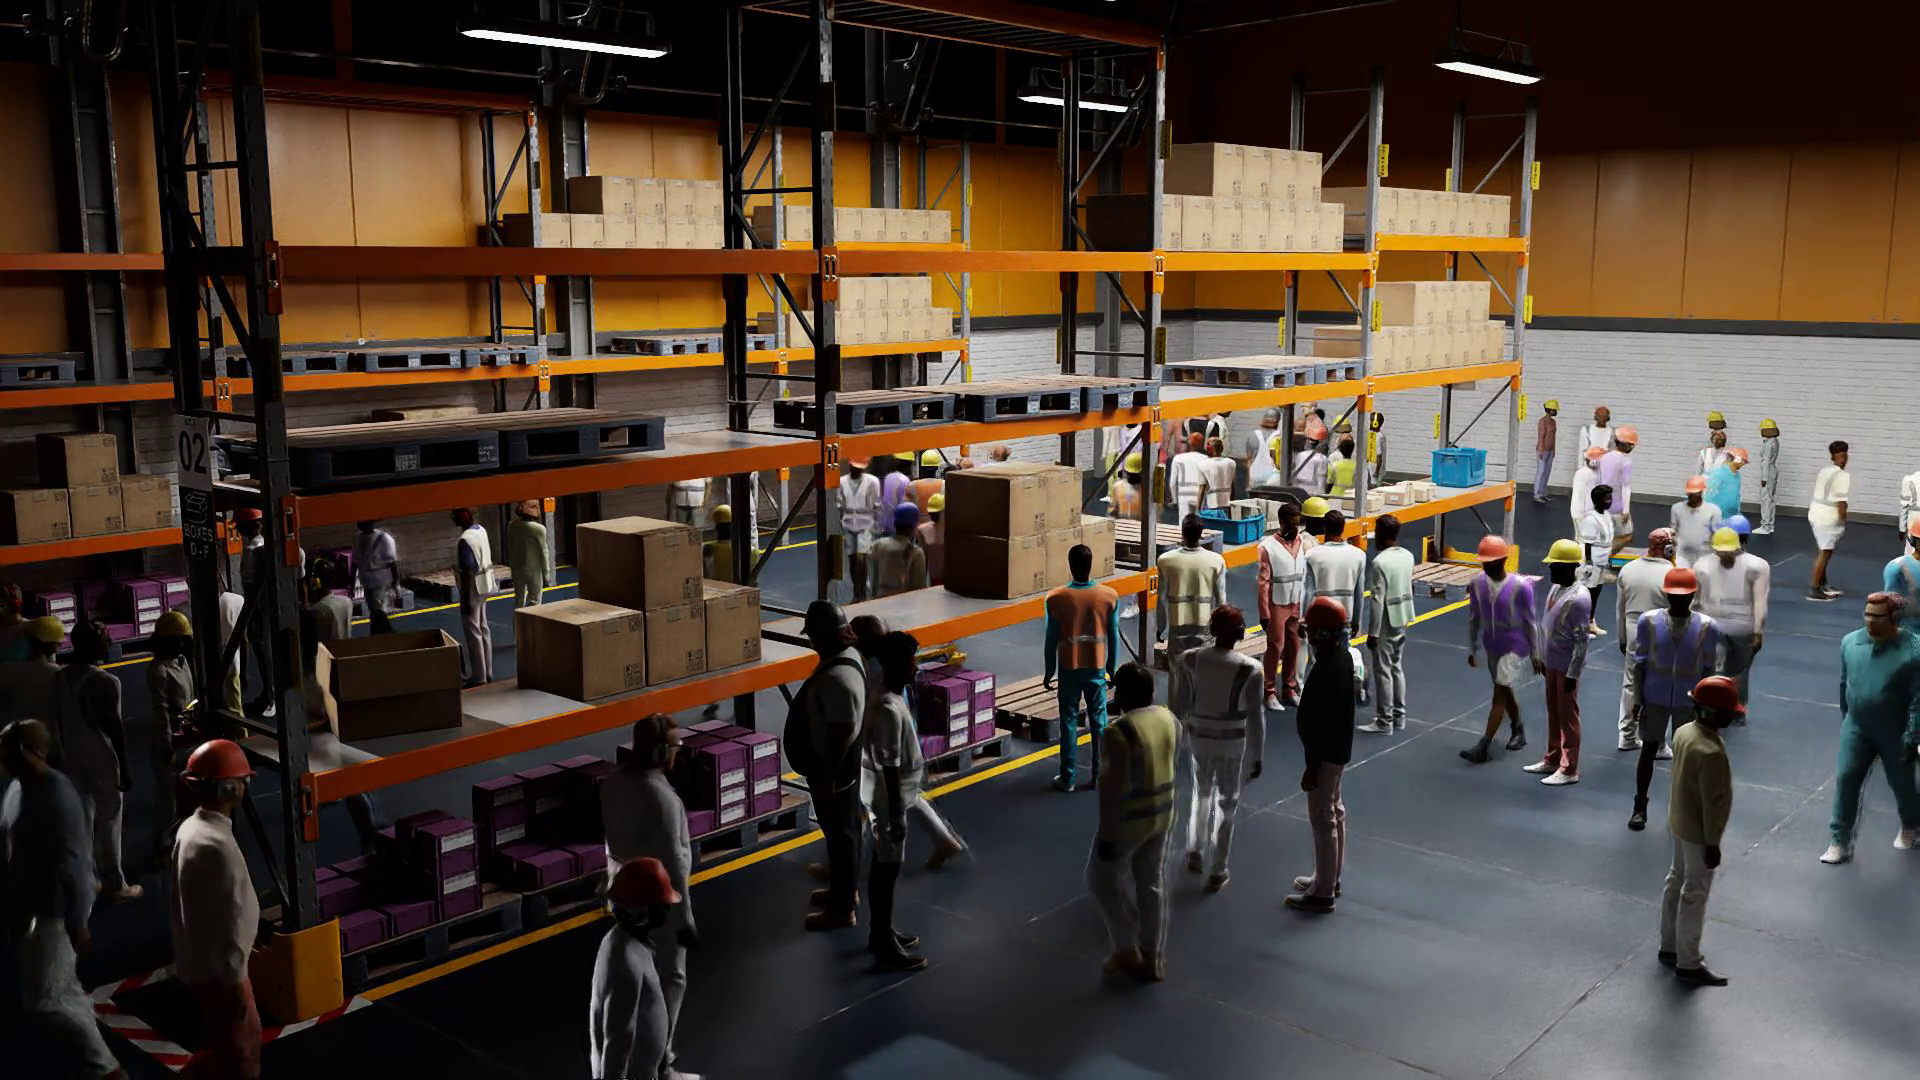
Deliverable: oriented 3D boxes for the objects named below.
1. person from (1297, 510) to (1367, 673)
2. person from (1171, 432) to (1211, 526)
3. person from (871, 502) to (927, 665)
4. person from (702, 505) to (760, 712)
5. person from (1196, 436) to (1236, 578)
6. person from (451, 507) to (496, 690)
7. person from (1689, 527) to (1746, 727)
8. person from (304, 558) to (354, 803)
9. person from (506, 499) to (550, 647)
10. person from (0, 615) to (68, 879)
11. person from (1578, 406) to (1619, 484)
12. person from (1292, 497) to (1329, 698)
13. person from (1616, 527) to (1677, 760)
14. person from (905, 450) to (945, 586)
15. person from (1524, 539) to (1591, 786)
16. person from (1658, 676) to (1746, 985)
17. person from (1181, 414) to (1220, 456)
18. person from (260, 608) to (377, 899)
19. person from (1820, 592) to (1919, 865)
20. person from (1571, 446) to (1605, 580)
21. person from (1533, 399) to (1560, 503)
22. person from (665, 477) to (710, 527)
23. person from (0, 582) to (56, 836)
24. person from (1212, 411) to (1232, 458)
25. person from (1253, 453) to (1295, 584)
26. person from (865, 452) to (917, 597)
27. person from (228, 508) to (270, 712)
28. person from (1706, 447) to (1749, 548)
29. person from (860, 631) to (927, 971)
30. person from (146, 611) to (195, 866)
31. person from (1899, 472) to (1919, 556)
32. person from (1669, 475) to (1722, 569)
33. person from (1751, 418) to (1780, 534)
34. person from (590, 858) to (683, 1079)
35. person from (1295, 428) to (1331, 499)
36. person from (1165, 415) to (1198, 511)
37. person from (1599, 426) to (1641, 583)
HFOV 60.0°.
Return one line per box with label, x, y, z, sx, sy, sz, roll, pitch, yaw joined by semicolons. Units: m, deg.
person;3.268;0.688;14.597;0.598;1.906;0.404;-3;10;-16
person;3.080;-0.498;21.907;0.592;1.842;0.887;1;10;4
person;-0.594;0.618;14.915;0.619;1.926;0.703;8;12;39
person;-2.092;0.637;14.948;0.603;1.895;0.520;-3;10;-20
person;3.273;-0.407;21.315;0.565;1.840;0.390;-4;10;-25
person;-4.636;0.510;15.849;0.385;1.837;0.564;0;10;-1
person;6.619;0.773;14.422;0.599;1.803;0.593;2;10;9
person;-4.750;1.053;12.545;0.326;1.862;0.510;3;10;17
person;-4.532;0.341;17.495;0.503;1.624;0.295;4;10;23
person;-6.187;1.364;11.129;0.552;1.718;0.865;-2;10;-10
person;9.769;-1.121;25.468;0.590;1.871;0.477;3;10;17
person;3.220;0.552;15.326;0.384;1.924;0.594;2;10;13
person;5.711;0.840;13.670;0.402;1.906;0.651;-5;11;-28
person;-0.330;-0.071;19.037;0.587;1.930;0.361;1;10;5
person;4.682;0.948;12.968;0.376;1.927;0.597;-1;10;-3
person;4.222;1.623;9.459;0.339;1.748;0.564;1;10;5
person;3.687;-1.193;25.461;0.612;2.030;0.410;5;11;28
person;-4.159;1.337;10.852;0.616;1.865;1.032;3;10;19
person;6.308;1.254;11.342;0.948;1.866;0.641;-8;12;-39
person;8.013;-0.339;21.241;0.390;1.733;0.592;1;10;4
person;9.937;-1.505;28.129;0.341;1.758;0.530;9;13;44
person;-3.503;-0.408;21.411;0.601;1.805;0.615;-1;10;-4
person;-6.649;1.193;11.768;0.563;1.838;0.390;1;10;6
person;4.052;-1.244;25.883;0.407;1.986;0.616;0;10;2
person;3.842;-0.215;20.220;0.418;1.818;0.586;0;10;2
person;-0.815;-0.166;19.737;0.701;1.896;0.606;-5;11;-25
person;-6.363;0.597;15.071;0.389;1.926;0.550;0;10;-1
person;9.753;-0.341;21.322;0.711;1.704;0.385;-6;11;-33
person;-0.394;1.486;9.635;0.374;1.966;0.608;-1;10;-6
person;-5.294;1.333;11.247;0.338;1.735;0.487;-1;10;-5
person;11.413;-0.162;19.637;0.585;1.918;0.409;5;11;25
person;8.198;0.114;18.537;0.584;1.728;0.626;8;12;39
person;12.065;-0.954;24.898;0.321;1.737;0.483;7;12;36
person;-1.289;2.105;6.716;0.904;1.698;0.582;-3;10;-15
person;4.642;-0.553;22.106;0.981;1.876;0.566;-8;13;-41
person;3.697;-1.459;27.384;0.632;1.920;1.063;9;13;42
person;8.245;-0.425;20.901;0.469;2.017;0.709;-2;10;-14
